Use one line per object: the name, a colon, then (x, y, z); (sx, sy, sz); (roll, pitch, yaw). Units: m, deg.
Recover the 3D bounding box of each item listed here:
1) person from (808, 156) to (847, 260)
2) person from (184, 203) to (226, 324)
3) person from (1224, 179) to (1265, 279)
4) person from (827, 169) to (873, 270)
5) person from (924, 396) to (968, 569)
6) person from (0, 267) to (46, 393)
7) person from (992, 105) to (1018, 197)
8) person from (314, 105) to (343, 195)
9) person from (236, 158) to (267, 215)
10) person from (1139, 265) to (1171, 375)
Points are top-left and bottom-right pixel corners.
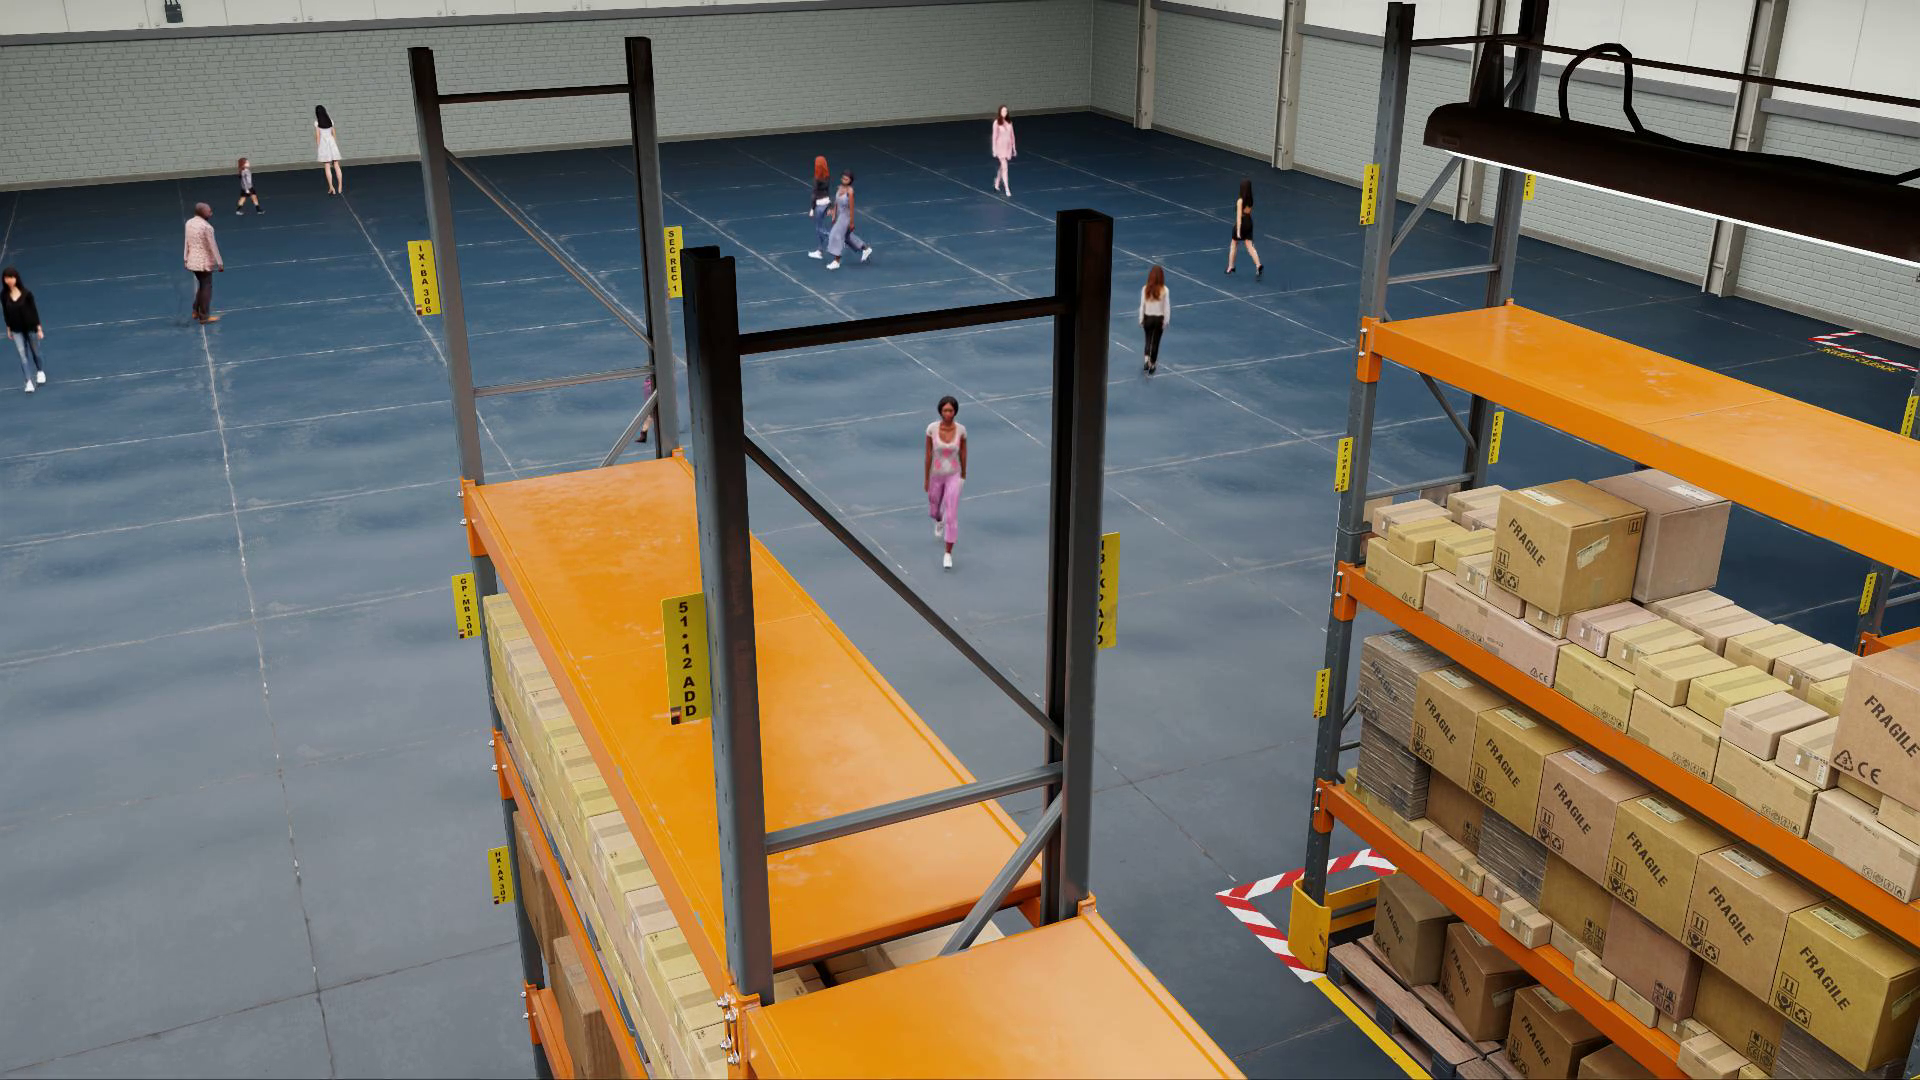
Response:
person: (-2.292, -5.635, 28.404); (1.093, 1.764, 0.984); (11, 25, 24)
person: (-11.363, -4.110, 24.804); (0.829, 1.775, 0.918); (8, 24, 18)
person: (4.724, -5.068, 27.257); (0.695, 1.618, 1.077); (-16, 28, -33)
person: (-1.851, -5.398, 27.987); (0.697, 1.654, 1.054); (-11, 25, -23)
person: (-0.158, -0.624, 16.671); (0.875, 1.724, 1.097); (0, 23, 1)
person: (-12.306, -2.790, 21.917); (0.658, 1.606, 1.051); (-8, 24, -18)
person: (0.859, -7.899, 33.734); (0.647, 1.759, 1.115); (-12, 26, -26)
person: (-12.845, -7.935, 33.800); (0.719, 1.773, 0.722); (-18, 29, -36)
person: (-13.785, -6.798, 32.018); (0.767, 1.076, 0.803); (2, 23, 5)
person: (2.615, -2.952, 22.464); (0.622, 1.476, 0.682); (8, 24, 18)
